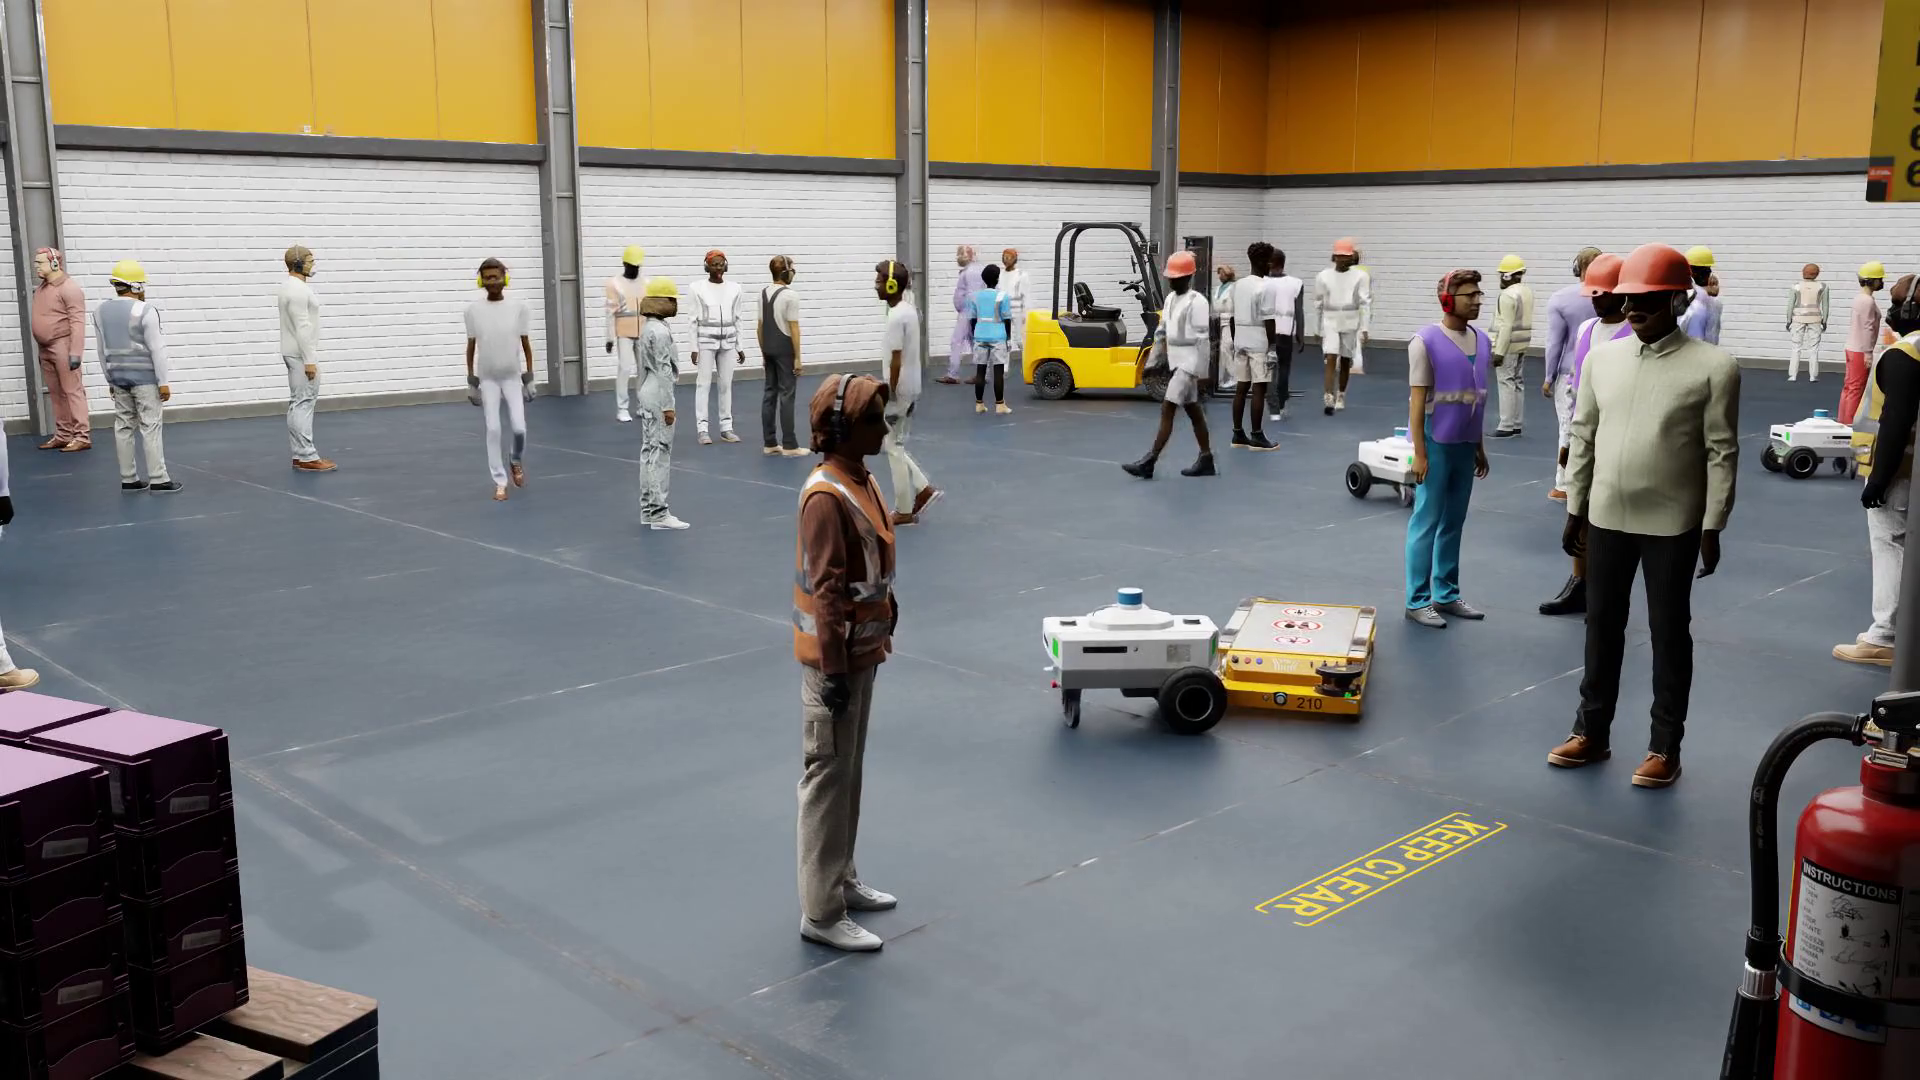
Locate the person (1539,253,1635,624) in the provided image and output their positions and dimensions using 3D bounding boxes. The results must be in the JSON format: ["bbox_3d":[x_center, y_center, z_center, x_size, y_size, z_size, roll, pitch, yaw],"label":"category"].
[{"bbox_3d":[3.343,-0.518,8.673,0.373,1.929,0.542,-5,12,-26],"label":"person"}]

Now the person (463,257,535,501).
[{"bbox_3d":[-3.540,-1.238,12.796,0.510,1.860,0.463,-3,11,-15],"label":"person"}]

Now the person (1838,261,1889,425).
[{"bbox_3d":[8.809,-1.821,16.223,0.316,1.769,0.523,3,11,16],"label":"person"}]

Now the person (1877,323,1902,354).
[{"bbox_3d":[7.707,-1.265,13.428,0.582,1.671,0.474,8,13,36],"label":"person"}]

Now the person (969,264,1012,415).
[{"bbox_3d":[0.357,-2.263,18.815,0.537,1.700,0.317,6,12,29],"label":"person"}]

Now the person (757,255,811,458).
[{"bbox_3d":[-1.636,-1.672,15.196,0.505,1.845,0.346,9,14,41],"label":"person"}]

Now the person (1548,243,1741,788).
[{"bbox_3d":[2.514,-0.087,6.142,0.395,1.992,0.622,-9,14,-41],"label":"person"}]

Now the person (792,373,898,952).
[{"bbox_3d":[-0.329,0.340,4.784,0.311,1.638,0.523,1,10,6],"label":"person"}]

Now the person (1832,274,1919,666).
[{"bbox_3d":[4.443,-0.326,7.867,0.626,1.844,0.429,-9,14,-41],"label":"person"}]

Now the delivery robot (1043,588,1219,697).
[{"bbox_3d":[0.702,0.444,6.923,0.707,0.478,0.477,-1,10,-3],"label":"delivery robot"}]

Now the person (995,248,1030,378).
[{"bbox_3d":[0.776,-3.242,23.762,0.574,1.858,0.824,6,12,30],"label":"person"}]

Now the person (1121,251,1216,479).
[{"bbox_3d":[1.743,-1.437,13.789,0.978,1.878,0.586,-3,11,-14],"label":"person"}]

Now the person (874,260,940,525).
[{"bbox_3d":[-0.435,-1.014,11.584,0.423,1.854,0.553,1,10,7],"label":"person"}]

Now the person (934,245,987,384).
[{"bbox_3d":[-0.007,-3.044,22.575,0.836,1.875,0.682,0,10,2],"label":"person"}]

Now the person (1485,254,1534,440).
[{"bbox_3d":[5.451,-1.910,16.528,0.404,1.829,0.600,8,13,38],"label":"person"}]

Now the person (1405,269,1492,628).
[{"bbox_3d":[2.539,-0.482,8.692,0.566,1.849,0.387,-8,13,-37],"label":"person"}]

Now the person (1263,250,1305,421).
[{"bbox_3d":[3.498,-2.264,18.396,0.608,1.853,1.041,2,11,8],"label":"person"}]

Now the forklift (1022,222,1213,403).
[{"bbox_3d":[1.935,-2.847,20.651,2.313,2.155,1.214,2,11,13],"label":"forklift"}]

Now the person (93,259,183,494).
[{"bbox_3d":[-6.434,-1.266,13.018,0.590,1.833,0.403,3,11,15],"label":"person"}]

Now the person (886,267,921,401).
[{"bbox_3d":[-0.711,-2.507,20.328,0.287,1.631,0.501,-9,14,-40],"label":"person"}]

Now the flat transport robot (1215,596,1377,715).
[{"bbox_3d":[1.547,0.502,7.637,0.652,0.197,1.431,3,11,16],"label":"flat transport robot"}]

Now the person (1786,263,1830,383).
[{"bbox_3d":[11.686,-2.990,22.950,0.521,1.636,0.311,5,11,25],"label":"person"}]

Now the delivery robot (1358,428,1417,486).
[{"bbox_3d":[3.360,-0.614,12.693,0.477,0.478,0.707,-4,11,-20],"label":"delivery robot"}]

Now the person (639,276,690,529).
[{"bbox_3d":[-2.064,-0.948,11.530,0.318,1.740,0.492,-5,11,-24],"label":"person"}]

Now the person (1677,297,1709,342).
[{"bbox_3d":[5.008,-1.083,11.807,0.449,1.909,0.557,-8,13,-37],"label":"person"}]

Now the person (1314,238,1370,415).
[{"bbox_3d":[4.328,-2.421,18.899,0.618,1.991,1.049,2,11,13],"label":"person"}]

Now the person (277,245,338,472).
[{"bbox_3d":[-5.639,-1.553,14.290,0.372,1.940,0.627,-6,12,-29],"label":"person"}]

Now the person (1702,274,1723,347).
[{"bbox_3d":[8.310,-2.178,18.648,0.851,1.583,0.516,-6,12,-28],"label":"person"}]

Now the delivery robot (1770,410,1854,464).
[{"bbox_3d":[7.230,-0.854,14.001,0.707,0.478,0.477,0,10,1],"label":"delivery robot"}]

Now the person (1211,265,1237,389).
[{"bbox_3d":[3.483,-2.815,22.011,0.370,1.636,0.537,-5,11,-25],"label":"person"}]

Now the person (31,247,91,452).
[{"bbox_3d":[-8.478,-1.781,15.621,0.651,1.907,0.409,7,12,32],"label":"person"}]

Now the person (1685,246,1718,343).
[{"bbox_3d":[6.422,-1.615,14.660,0.375,1.925,0.595,-1,10,-3],"label":"person"}]

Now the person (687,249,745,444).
[{"bbox_3d":[-2.375,-1.879,16.224,0.572,1.883,0.358,-6,12,-30],"label":"person"}]

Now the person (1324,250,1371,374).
[{"bbox_3d":[5.675,-3.369,24.562,0.648,1.795,0.935,-7,13,-35],"label":"person"}]

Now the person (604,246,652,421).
[{"bbox_3d":[-3.610,-2.252,18.195,0.625,1.904,0.484,-9,14,-40],"label":"person"}]

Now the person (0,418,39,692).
[{"bbox_3d":[-4.438,-0.222,7.299,0.627,1.844,0.429,2,11,10],"label":"person"}]

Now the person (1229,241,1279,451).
[{"bbox_3d":[2.789,-1.830,15.721,0.361,1.964,0.616,-6,12,-28],"label":"person"}]

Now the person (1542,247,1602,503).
[{"bbox_3d":[4.720,-1.233,12.566,0.627,1.934,0.371,1,10,4],"label":"person"}]
